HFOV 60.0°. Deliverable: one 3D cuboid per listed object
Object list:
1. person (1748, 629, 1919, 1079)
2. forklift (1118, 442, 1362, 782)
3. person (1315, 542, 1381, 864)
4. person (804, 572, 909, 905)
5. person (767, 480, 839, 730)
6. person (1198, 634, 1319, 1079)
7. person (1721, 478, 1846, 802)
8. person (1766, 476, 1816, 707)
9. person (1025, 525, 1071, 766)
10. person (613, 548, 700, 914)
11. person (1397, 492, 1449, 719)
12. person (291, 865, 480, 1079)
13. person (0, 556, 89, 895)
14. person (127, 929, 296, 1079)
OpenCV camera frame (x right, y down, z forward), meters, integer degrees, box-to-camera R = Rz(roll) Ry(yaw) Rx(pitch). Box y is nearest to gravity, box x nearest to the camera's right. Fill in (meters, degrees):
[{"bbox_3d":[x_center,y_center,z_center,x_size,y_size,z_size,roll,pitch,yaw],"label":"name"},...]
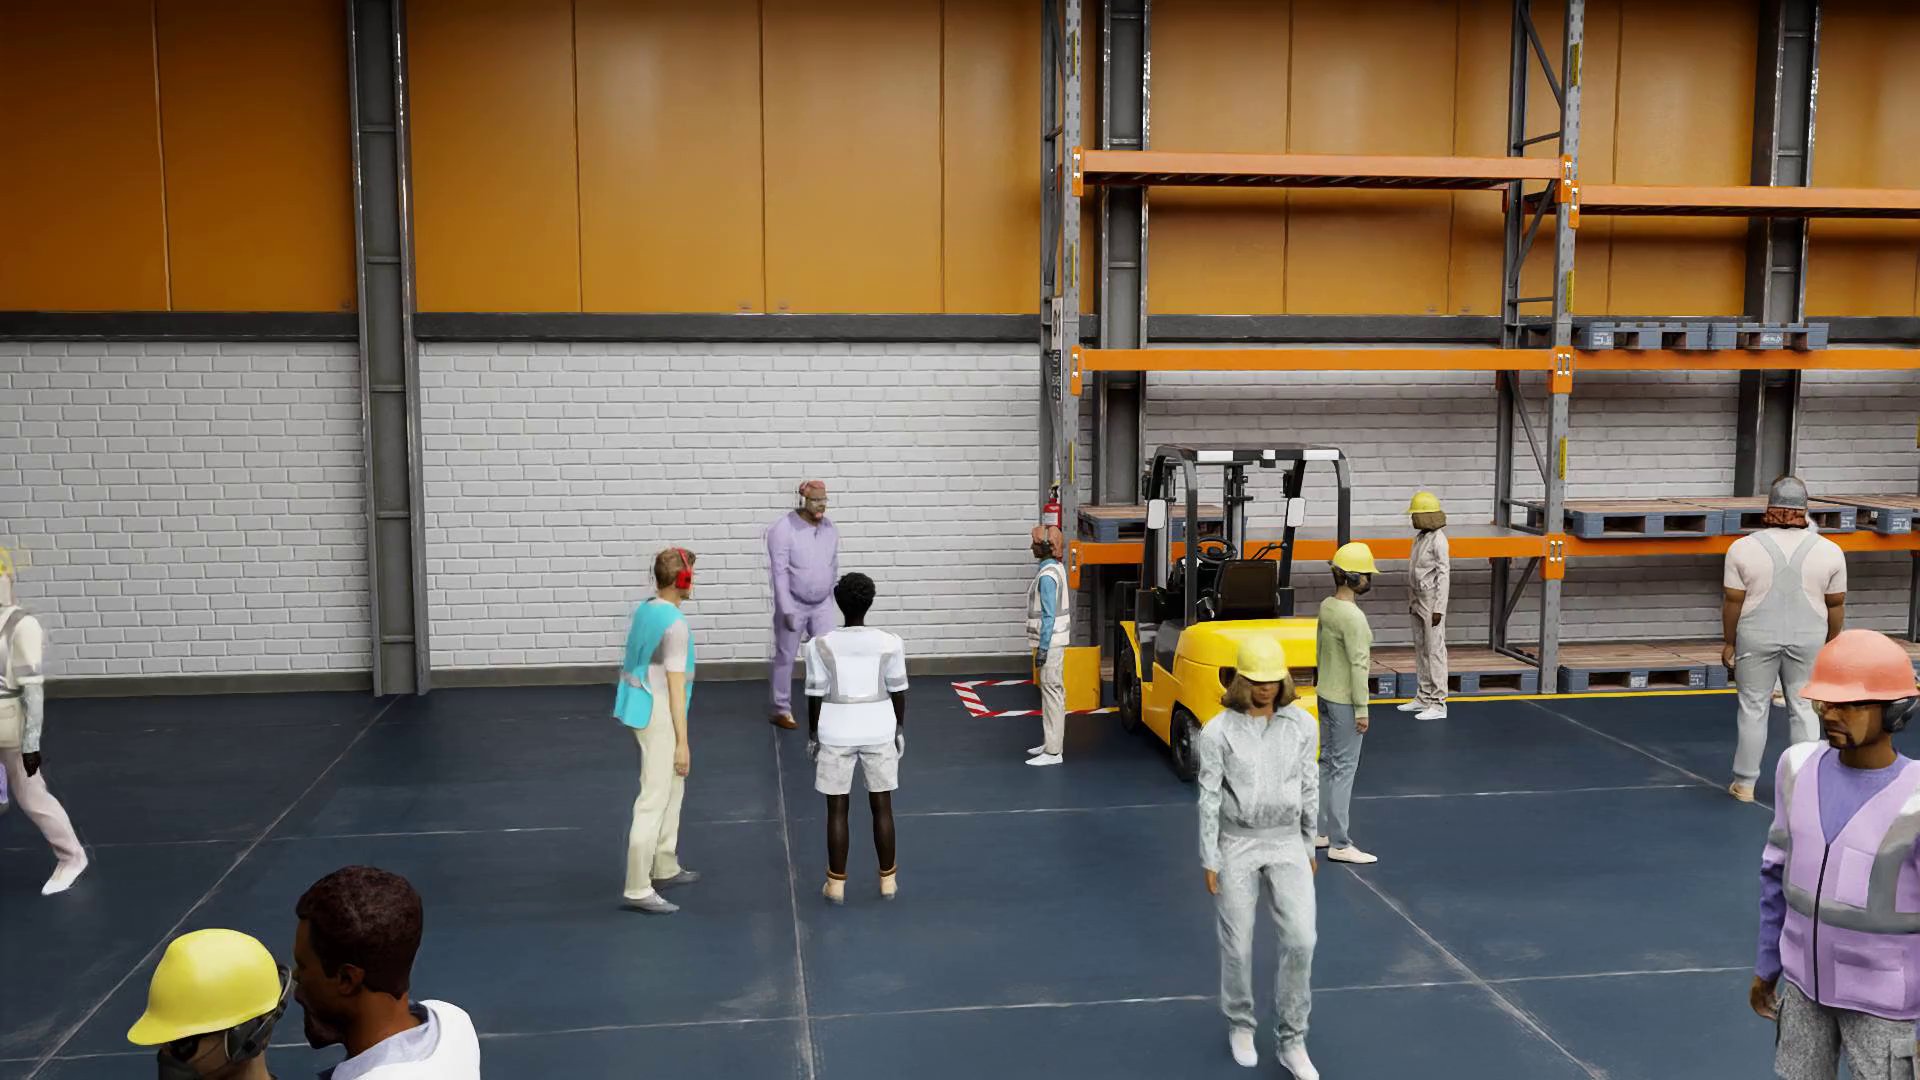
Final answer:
[{"bbox_3d":[2.526,1.264,4.738,0.387,2.045,0.605,-3,7,-25],"label":"person"},{"bbox_3d":[1.912,0.418,11.496,1.214,2.155,2.313,-1,7,-8],"label":"forklift"},{"bbox_3d":[2.147,0.891,9.218,0.325,1.765,0.534,-1,7,-9],"label":"person"},{"bbox_3d":[-0.528,1.008,8.488,0.540,1.695,0.317,-1,7,-12],"label":"person"},{"bbox_3d":[-1.081,0.502,12.190,0.668,1.871,0.887,-5,8,-37],"label":"person"},{"bbox_3d":[1.177,1.228,6.414,0.499,1.723,0.619,-1,7,-5],"label":"person"},{"bbox_3d":[5.110,0.621,10.383,0.688,2.000,0.536,2,7,19],"label":"person"},{"bbox_3d":[6.533,0.412,13.163,0.398,1.833,0.532,-1,7,-11],"label":"person"},{"bbox_3d":[0.601,0.712,11.327,0.308,1.640,0.511,1,7,7],"label":"person"},{"bbox_3d":[-1.502,0.954,8.473,0.653,1.806,0.693,-3,7,-28],"label":"person"},{"bbox_3d":[3.562,0.501,12.744,0.324,1.737,0.492,-1,7,-8],"label":"person"},{"bbox_3d":[-1.001,1.525,3.020,0.376,1.917,0.597,-1,7,-5],"label":"person"},{"bbox_3d":[-4.813,0.935,8.341,0.598,1.886,0.964,2,7,15],"label":"person"},{"bbox_3d":[-1.348,1.586,3.131,0.532,1.766,0.329,5,8,38],"label":"person"}]
